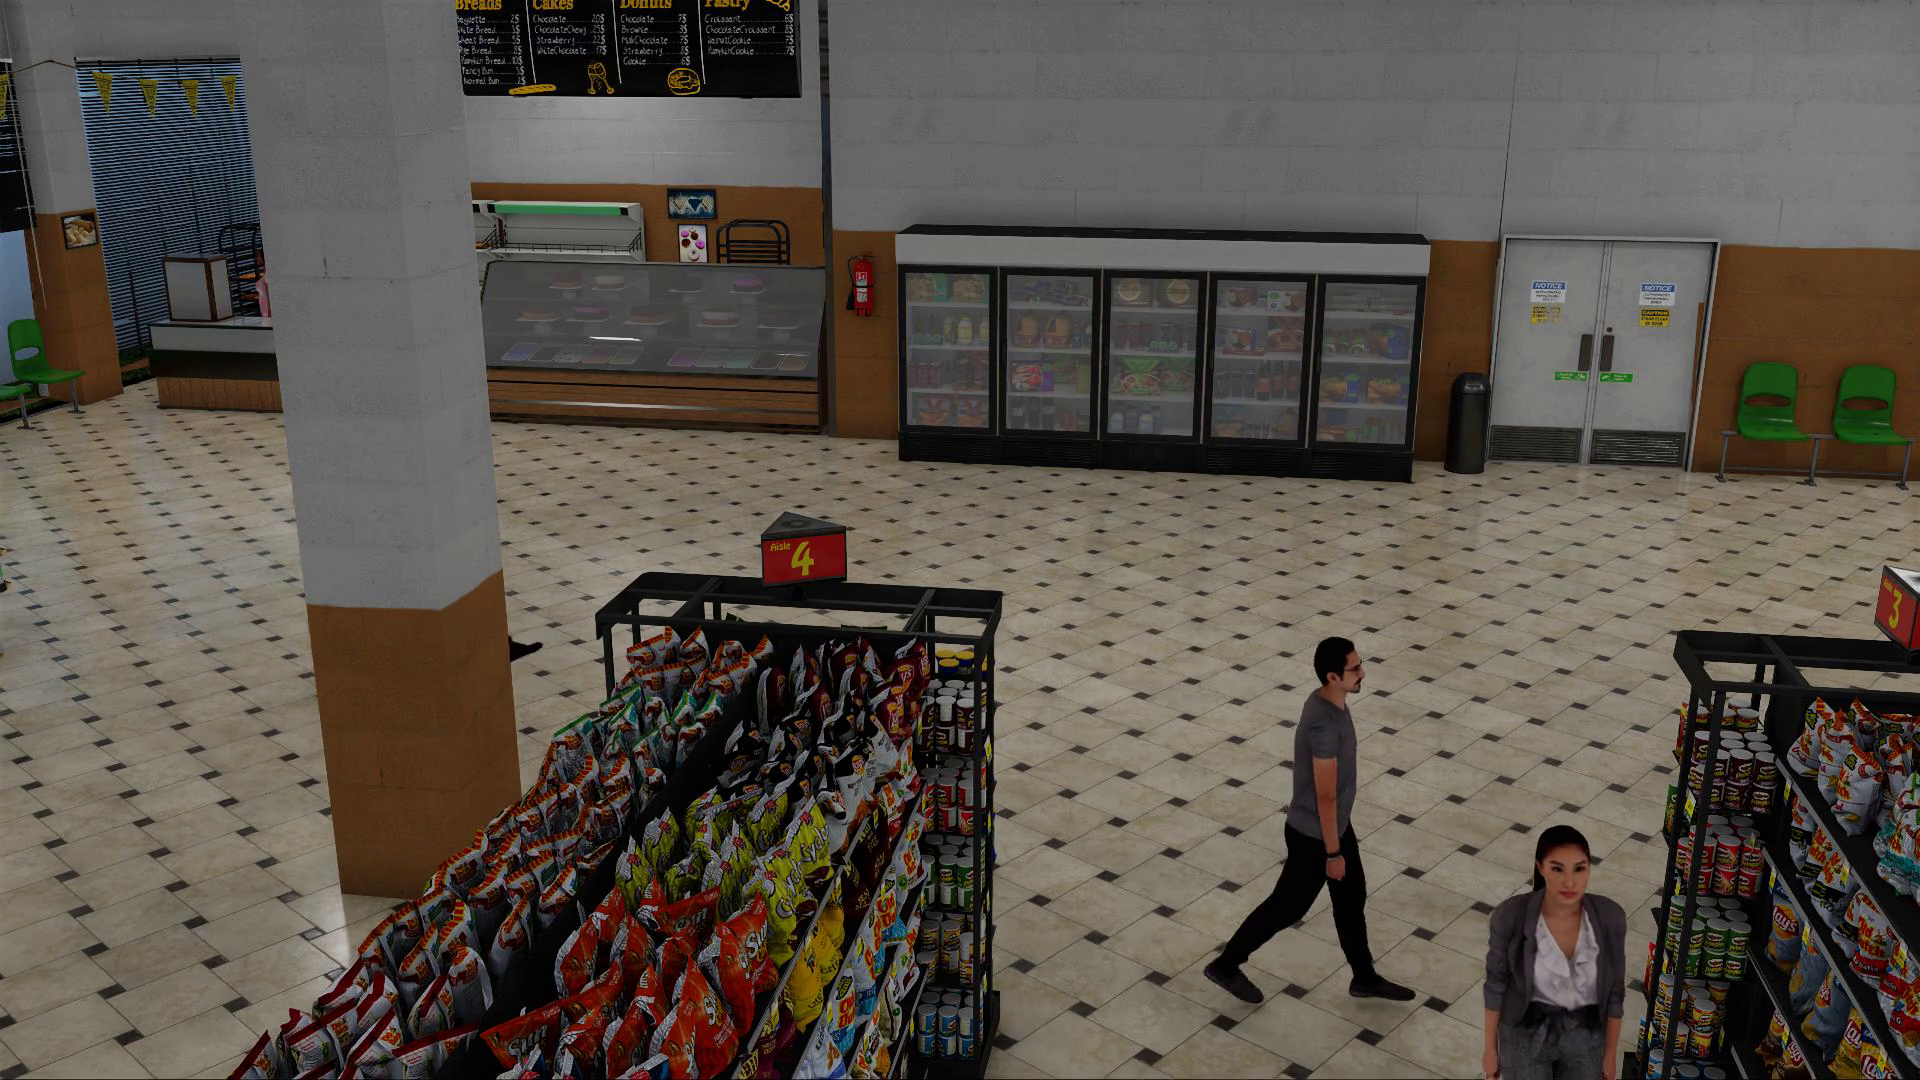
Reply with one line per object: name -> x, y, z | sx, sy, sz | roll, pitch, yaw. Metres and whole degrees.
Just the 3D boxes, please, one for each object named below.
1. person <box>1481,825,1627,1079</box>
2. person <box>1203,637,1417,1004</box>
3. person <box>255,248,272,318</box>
person -> 2.039, 1.736, 5.791 | 0.667, 1.657, 0.923 | 2, 17, 5
person -> 1.479, 1.256, 7.257 | 0.758, 1.723, 1.106 | 4, 17, 14
person -> -8.376, -2.715, 20.304 | 0.705, 1.742, 0.581 | -4, 17, -14
